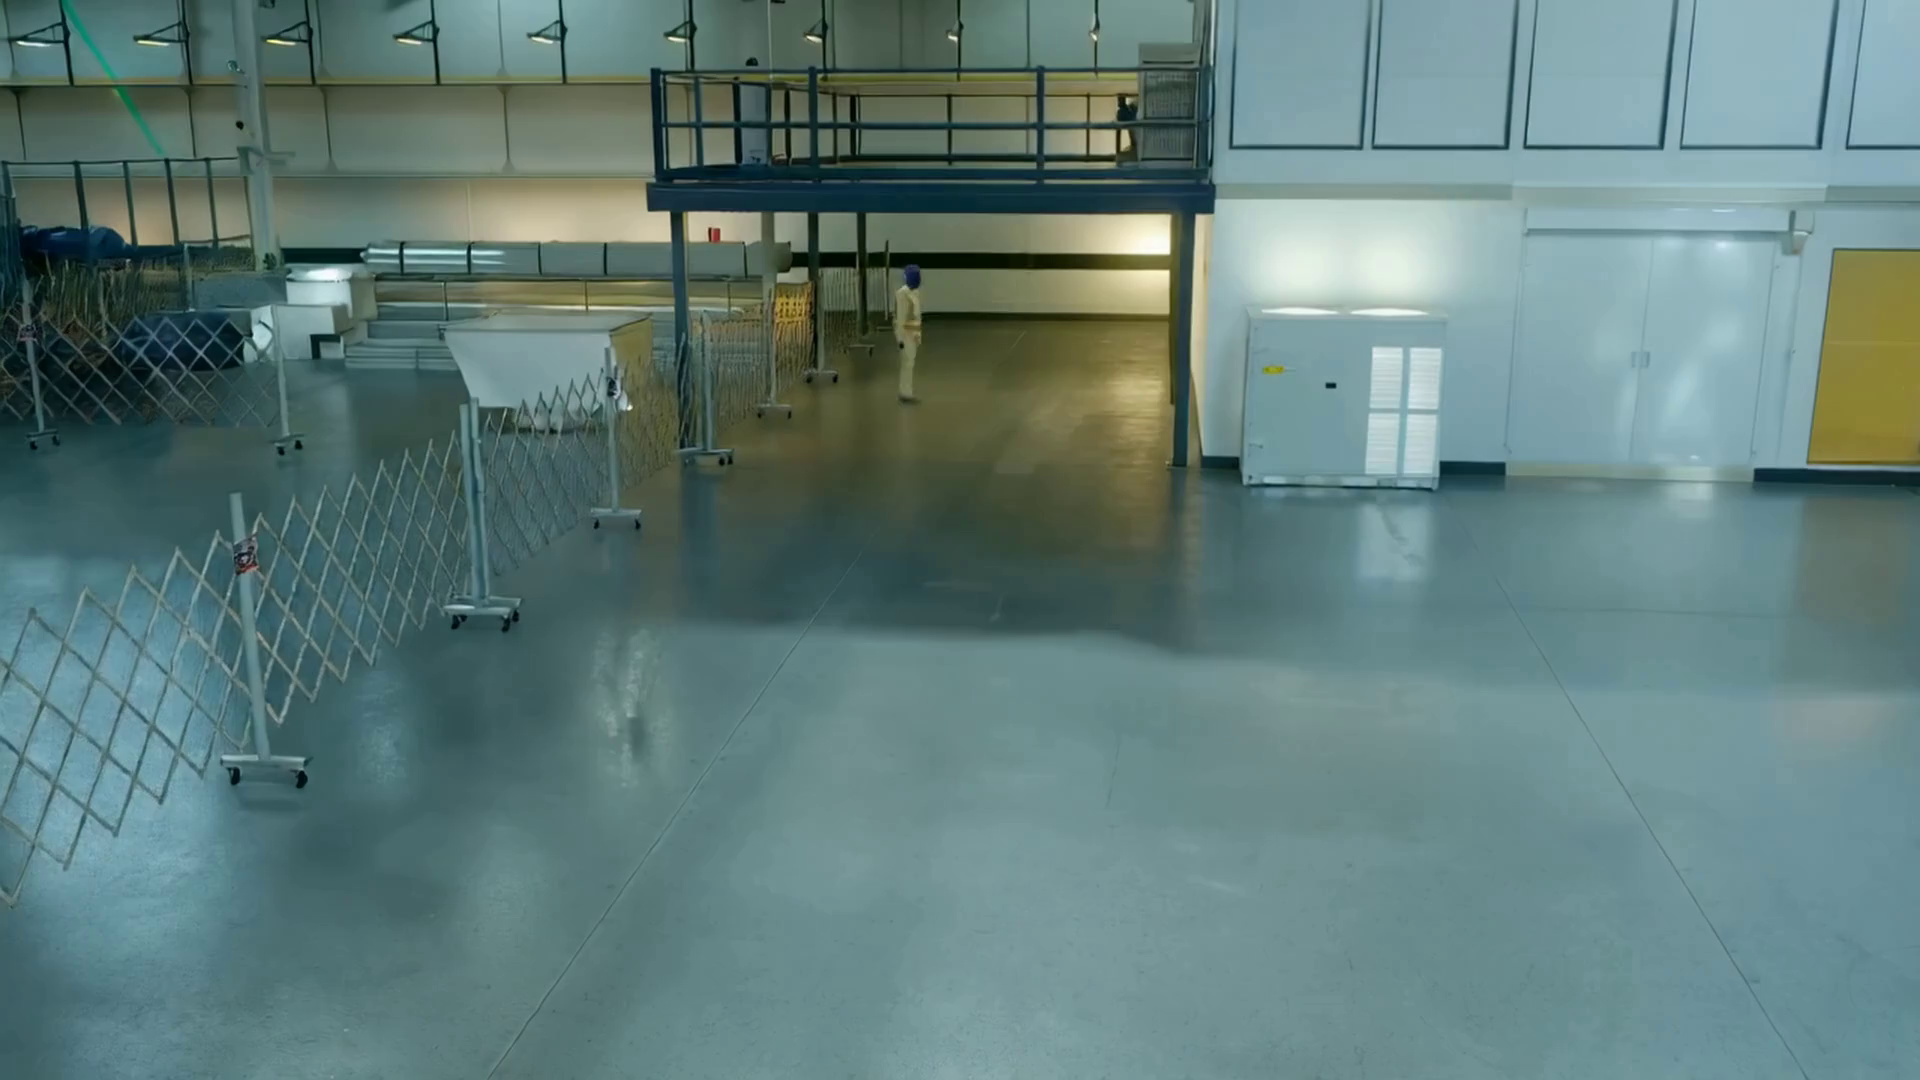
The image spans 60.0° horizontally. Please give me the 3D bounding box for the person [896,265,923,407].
[{"bbox_3d":[-0.664,-2.705,22.009,0.548,1.860,0.636,6,15,23],"label":"person"}]
